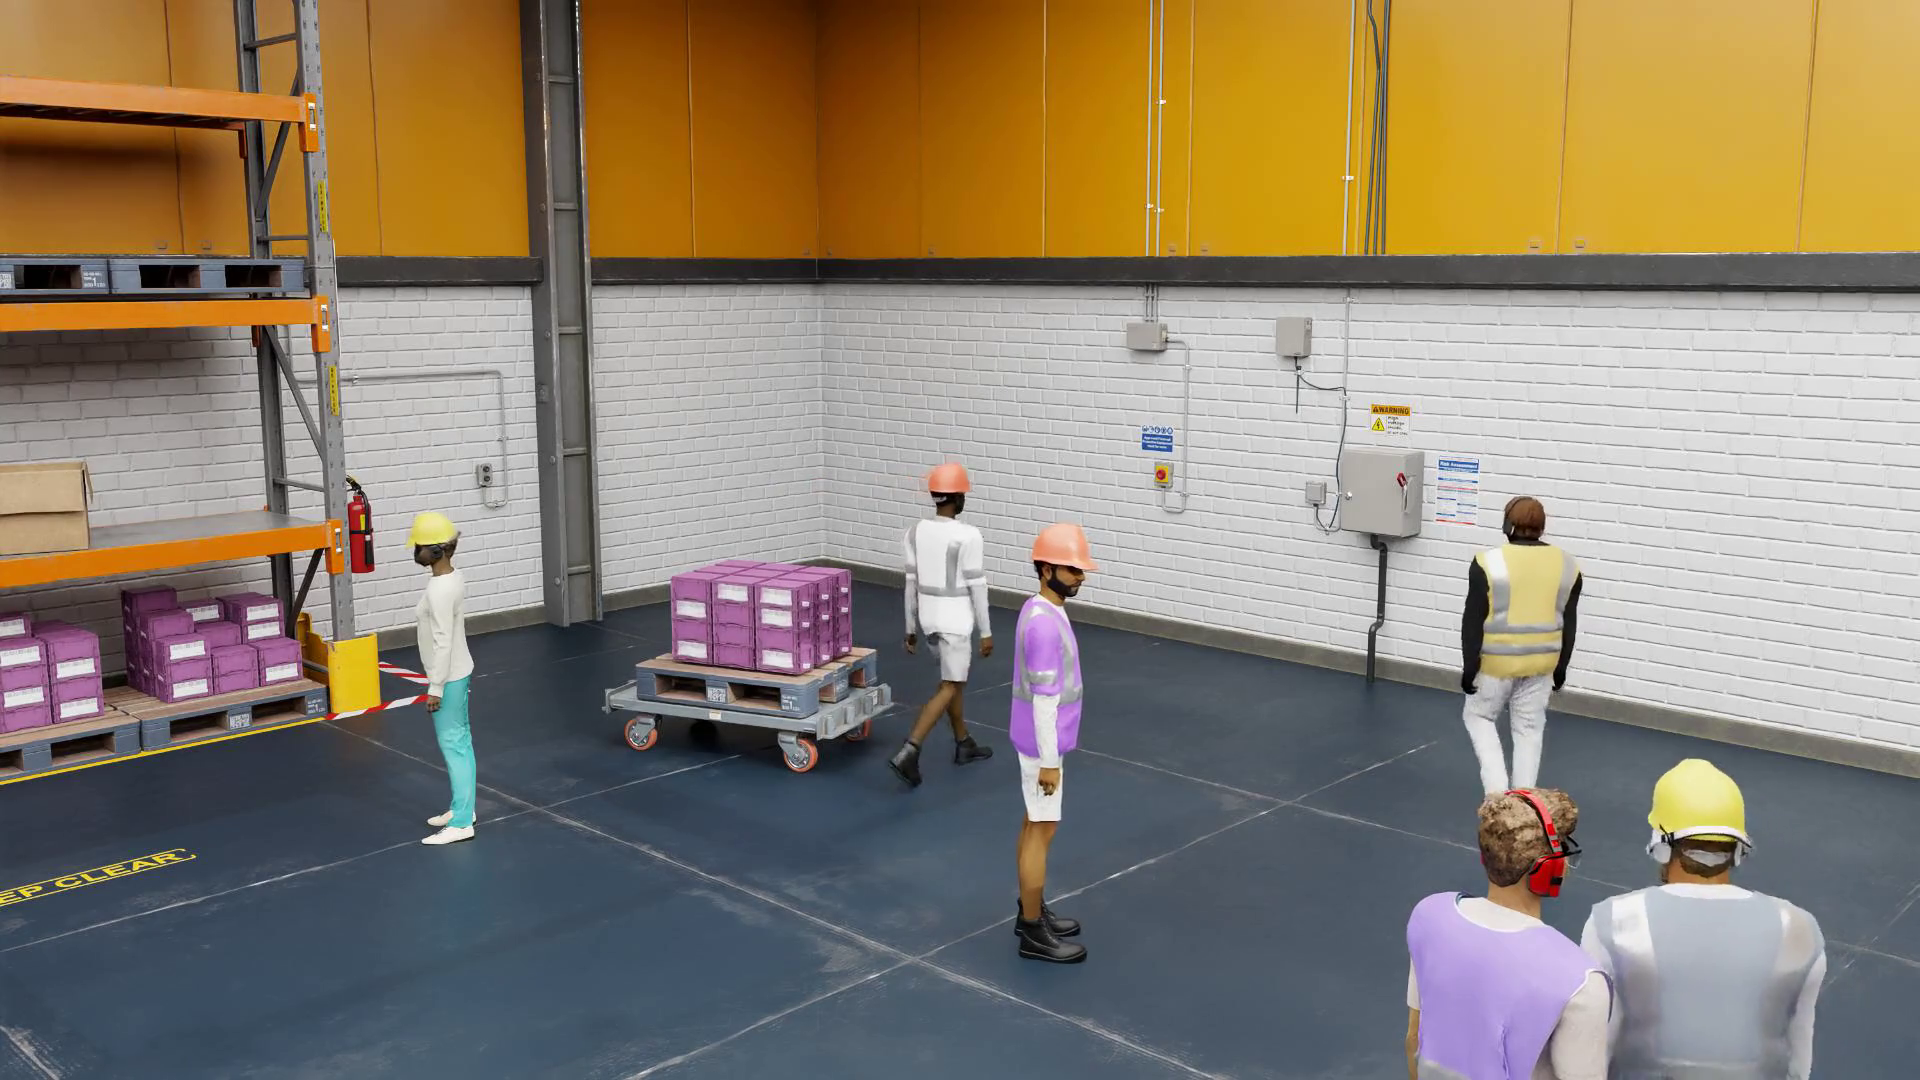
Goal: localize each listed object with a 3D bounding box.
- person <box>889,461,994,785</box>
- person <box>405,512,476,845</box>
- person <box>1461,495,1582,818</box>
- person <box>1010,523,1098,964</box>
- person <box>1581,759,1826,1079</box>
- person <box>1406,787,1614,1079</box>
[{"bbox_3d":[-0.116,0.486,9.886,0.556,1.909,0.931,9,13,42],"label":"person"},{"bbox_3d":[-2.742,0.725,8.820,0.308,1.769,0.525,-2,9,-11],"label":"person"},{"bbox_3d":[3.009,0.665,9.003,0.649,1.823,0.457,-1,9,-4],"label":"person"},{"bbox_3d":[0.408,0.880,7.357,0.376,1.934,0.547,0,9,2],"label":"person"},{"bbox_3d":[1.831,1.450,4.212,0.608,1.814,0.427,2,9,10],"label":"person"},{"bbox_3d":[1.273,1.483,3.926,0.389,1.846,0.567,-6,11,-31],"label":"person"}]
